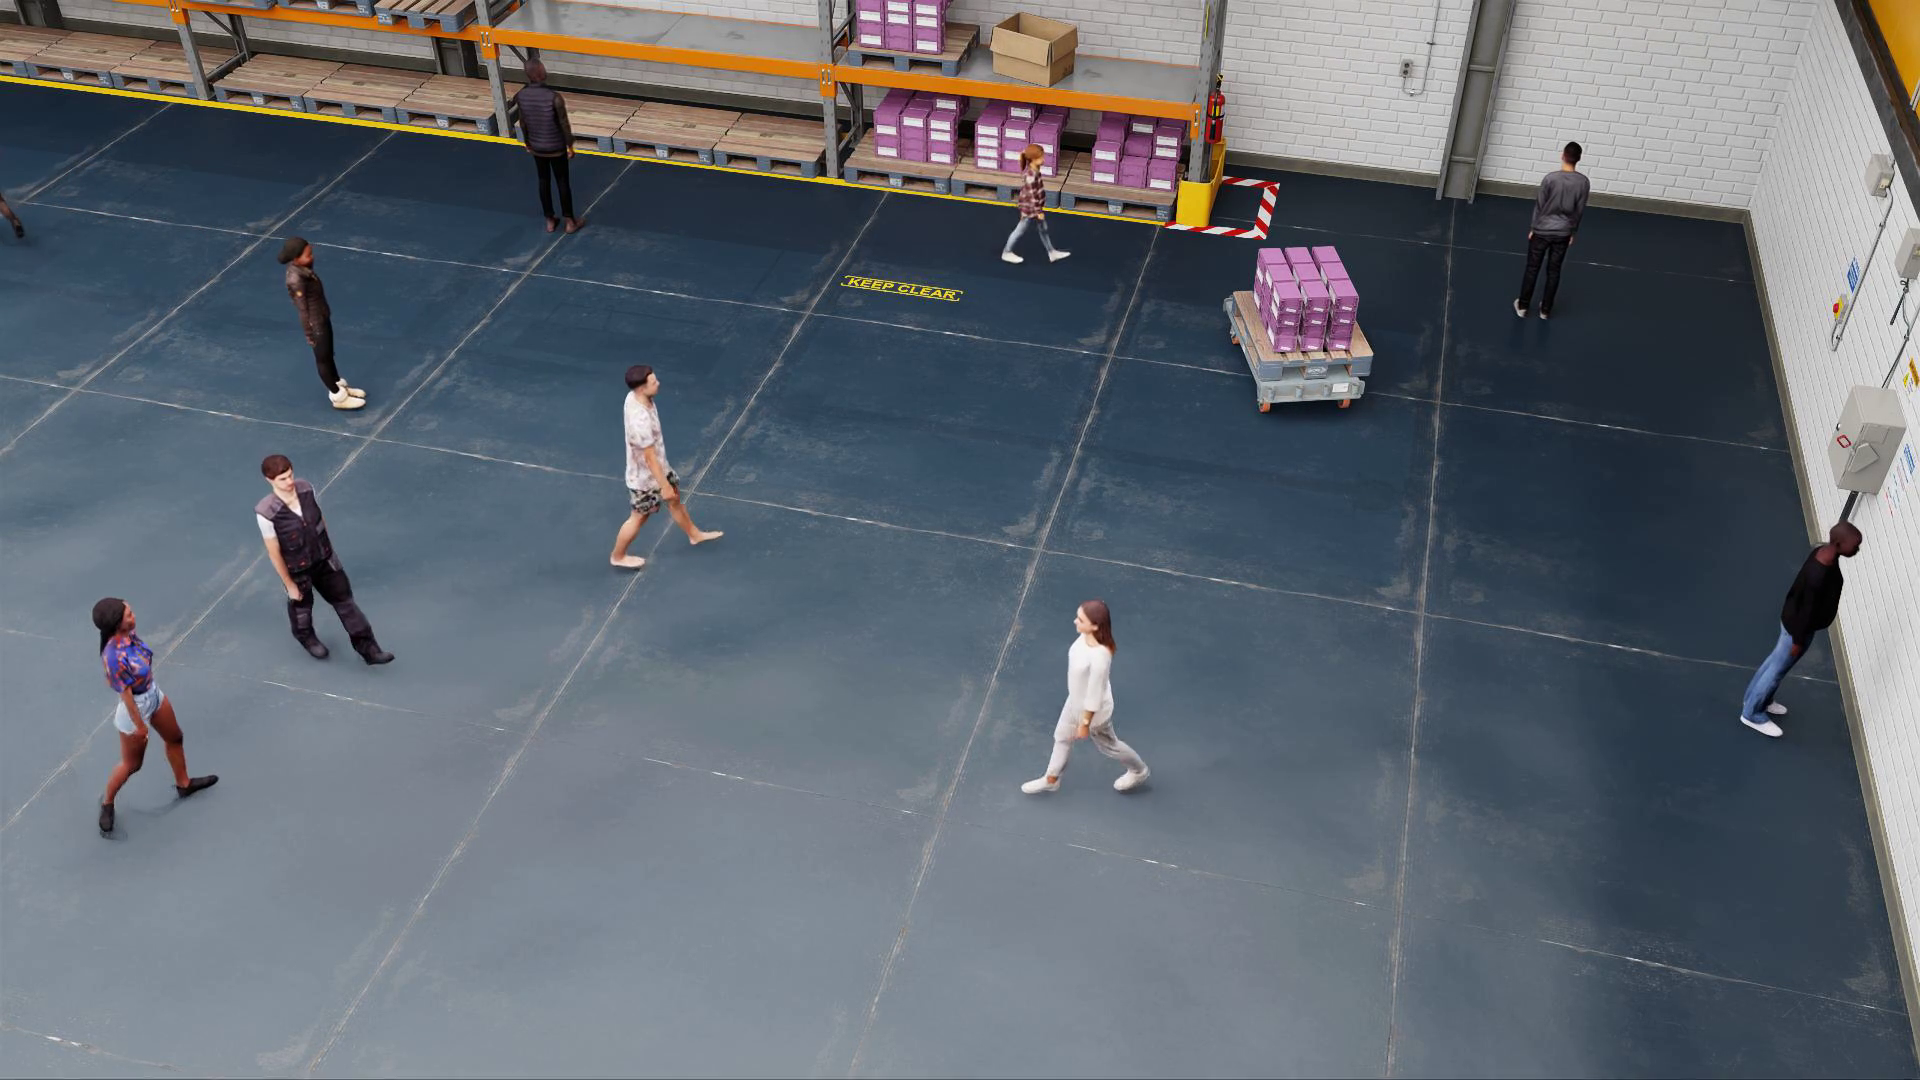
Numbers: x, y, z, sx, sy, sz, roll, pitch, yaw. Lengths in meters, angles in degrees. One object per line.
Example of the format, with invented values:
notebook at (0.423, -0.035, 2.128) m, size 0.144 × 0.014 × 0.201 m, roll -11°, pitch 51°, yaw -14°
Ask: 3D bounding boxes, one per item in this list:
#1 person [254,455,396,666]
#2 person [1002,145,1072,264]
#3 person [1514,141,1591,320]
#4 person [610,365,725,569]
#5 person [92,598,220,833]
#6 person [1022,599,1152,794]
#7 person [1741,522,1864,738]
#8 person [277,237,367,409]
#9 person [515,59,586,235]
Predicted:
person at (-4.716, 0.135, 11.808) m, size 1.179 × 1.814 × 0.901 m, roll 23°, pitch 44°, yaw 26°
person at (0.635, -3.309, 16.562) m, size 0.906 × 1.262 × 0.530 m, roll 8°, pitch 39°, yaw 10°
person at (5.577, -2.911, 15.664) m, size 0.522 × 1.761 × 0.701 m, roll 4°, pitch 39°, yaw 5°
person at (-2.468, -0.520, 12.661) m, size 1.255 × 1.773 × 1.029 m, roll -7°, pitch 39°, yaw -9°
person at (-5.340, 1.098, 10.681) m, size 1.054 × 1.717 × 0.901 m, roll -3°, pitch 39°, yaw -4°
person at (0.933, 1.053, 10.790) m, size 1.187 × 1.651 × 0.948 m, roll -8°, pitch 39°, yaw -9°
person at (5.710, 0.570, 11.318) m, size 0.620 × 1.747 × 0.648 m, roll 19°, pitch 42°, yaw 22°
person at (-5.587, -1.878, 14.450) m, size 0.748 × 1.663 × 0.688 m, roll -3°, pitch 39°, yaw -4°
person at (-4.208, -4.012, 16.984) m, size 0.490 × 1.836 × 0.740 m, roll 9°, pitch 39°, yaw 11°
